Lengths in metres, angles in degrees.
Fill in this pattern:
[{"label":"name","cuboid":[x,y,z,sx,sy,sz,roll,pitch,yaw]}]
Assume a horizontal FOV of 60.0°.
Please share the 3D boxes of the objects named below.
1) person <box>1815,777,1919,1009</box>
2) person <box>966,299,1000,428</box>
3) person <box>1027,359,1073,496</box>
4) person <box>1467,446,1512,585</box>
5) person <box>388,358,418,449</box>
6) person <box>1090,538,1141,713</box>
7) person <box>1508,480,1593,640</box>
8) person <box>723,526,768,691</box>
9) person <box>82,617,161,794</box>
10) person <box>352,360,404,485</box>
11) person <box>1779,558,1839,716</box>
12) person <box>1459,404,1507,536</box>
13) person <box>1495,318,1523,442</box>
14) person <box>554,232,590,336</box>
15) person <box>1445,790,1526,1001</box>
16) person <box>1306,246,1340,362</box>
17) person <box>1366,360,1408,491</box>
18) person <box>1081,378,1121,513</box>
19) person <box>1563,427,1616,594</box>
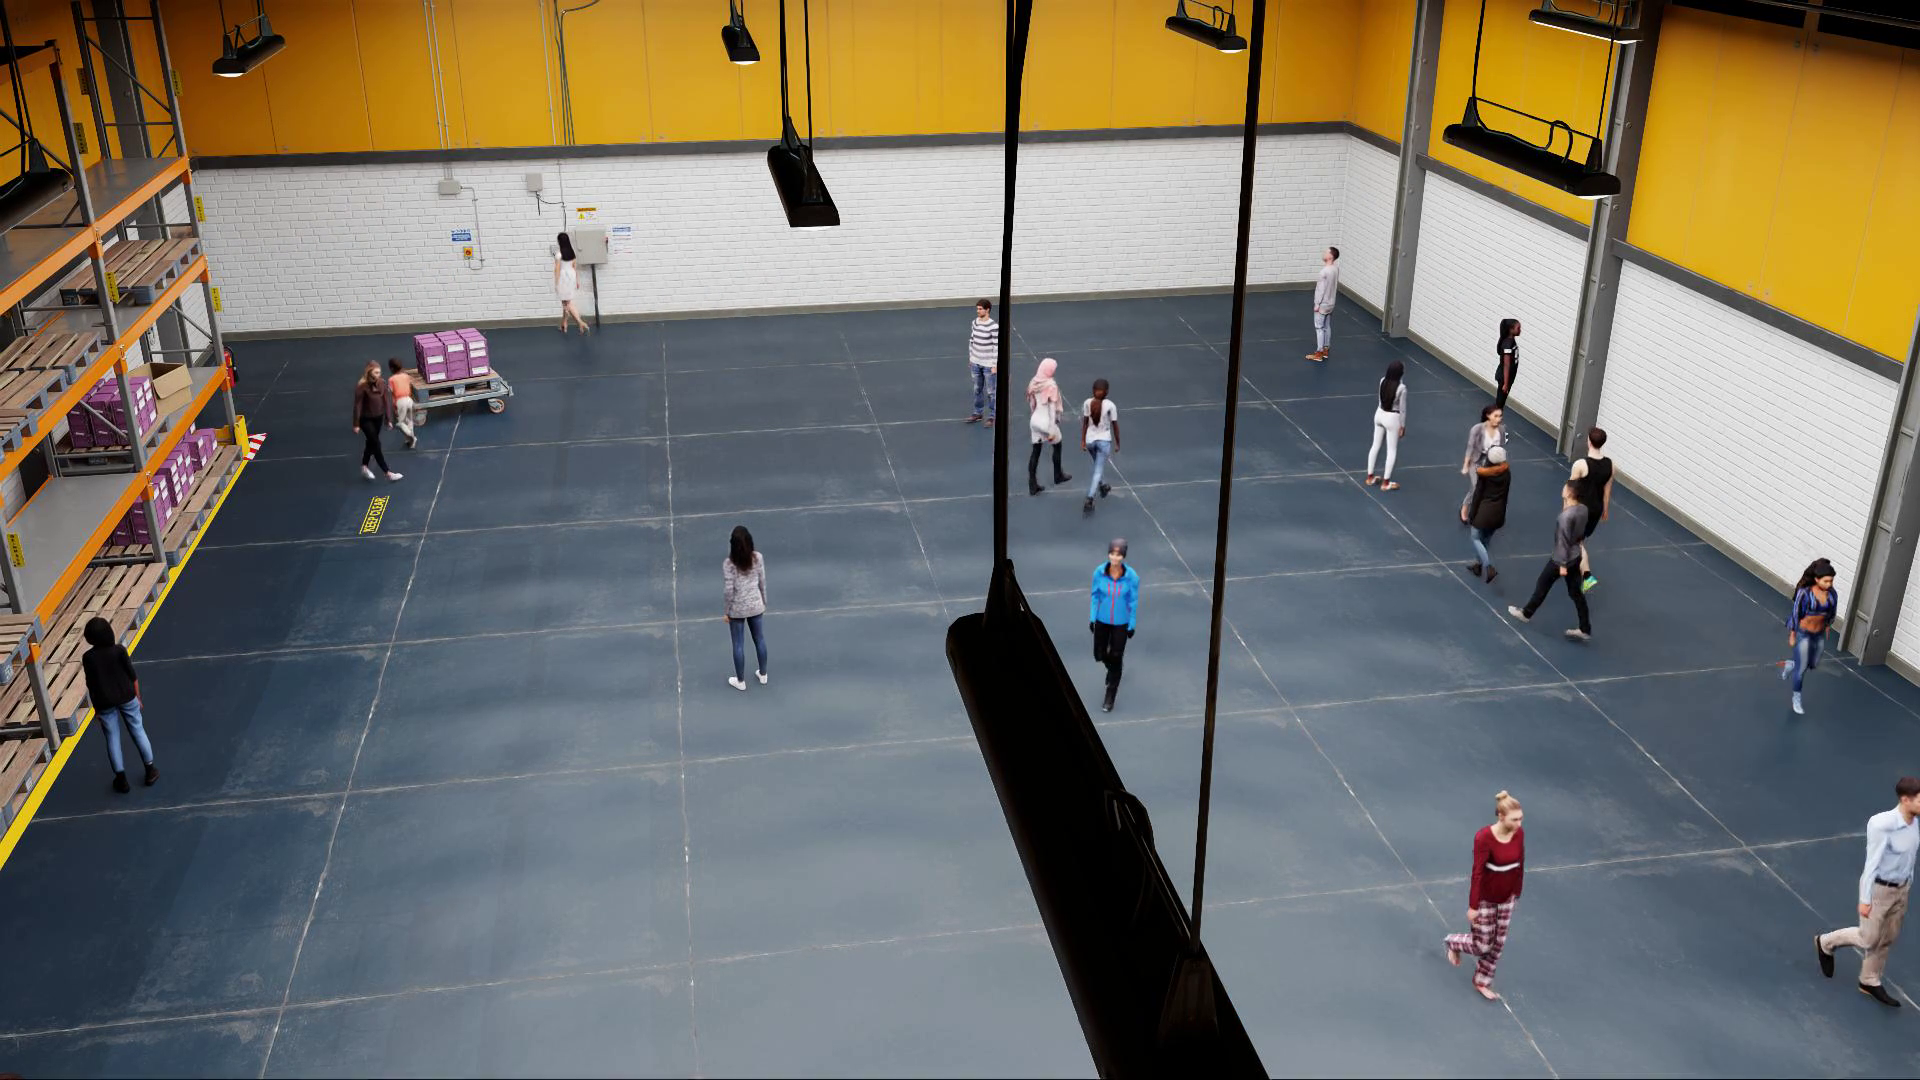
[{"label":"person","cuboid":[6.720,2.529,12.204,0.813,1.828,0.992,-11,26,-24]},{"label":"person","cuboid":[0.350,-2.555,23.801,0.695,1.855,0.777,18,30,36]},{"label":"person","cuboid":[1.007,-1.422,21.308,1.027,1.775,1.034,-21,31,-40]},{"label":"person","cuboid":[6.021,-0.271,18.867,0.689,1.622,0.930,-7,25,-16]},{"label":"person","cuboid":[-7.642,-1.859,22.909,0.763,1.295,0.675,21,31,40]},{"label":"person","cuboid":[1.516,0.782,16.250,0.846,1.788,0.936,10,25,21]},{"label":"person","cuboid":[6.482,0.251,17.566,1.021,1.707,1.248,-19,30,-36]},{"label":"person","cuboid":[-2.143,0.664,16.589,0.676,1.733,0.646,-14,27,-29]},{"label":"person","cuboid":[-7.516,1.456,14.816,0.643,1.701,0.644,-13,27,-27]},{"label":"person","cuboid":[-7.752,-1.552,21.772,1.140,1.641,1.116,15,28,31]},{"label":"person","cuboid":[8.222,0.897,16.205,0.691,1.613,0.856,-1,24,-3]},{"label":"person","cuboid":[6.324,-0.890,20.277,0.672,1.627,1.106,-5,24,-11]},{"label":"person","cuboid":[7.638,-2.261,23.287,0.759,1.729,0.649,8,25,18]},{"label":"person","cuboid":[-6.519,-4.234,27.781,1.139,1.743,1.053,17,29,33]},{"label":"person","cuboid":[3.869,2.585,12.248,0.711,1.691,0.776,-9,25,-20]},{"label":"person","cuboid":[5.854,-3.805,26.678,0.790,1.841,0.768,20,31,38]},{"label":"person","cuboid":[5.553,-1.513,21.586,0.722,1.719,0.582,-14,27,-28]},{"label":"person","cuboid":[1.714,-1.158,20.829,1.062,1.675,1.211,12,26,25]},{"label":"person","cuboid":[7.051,-0.312,18.656,0.667,1.866,1.129,-4,24,-10]}]
